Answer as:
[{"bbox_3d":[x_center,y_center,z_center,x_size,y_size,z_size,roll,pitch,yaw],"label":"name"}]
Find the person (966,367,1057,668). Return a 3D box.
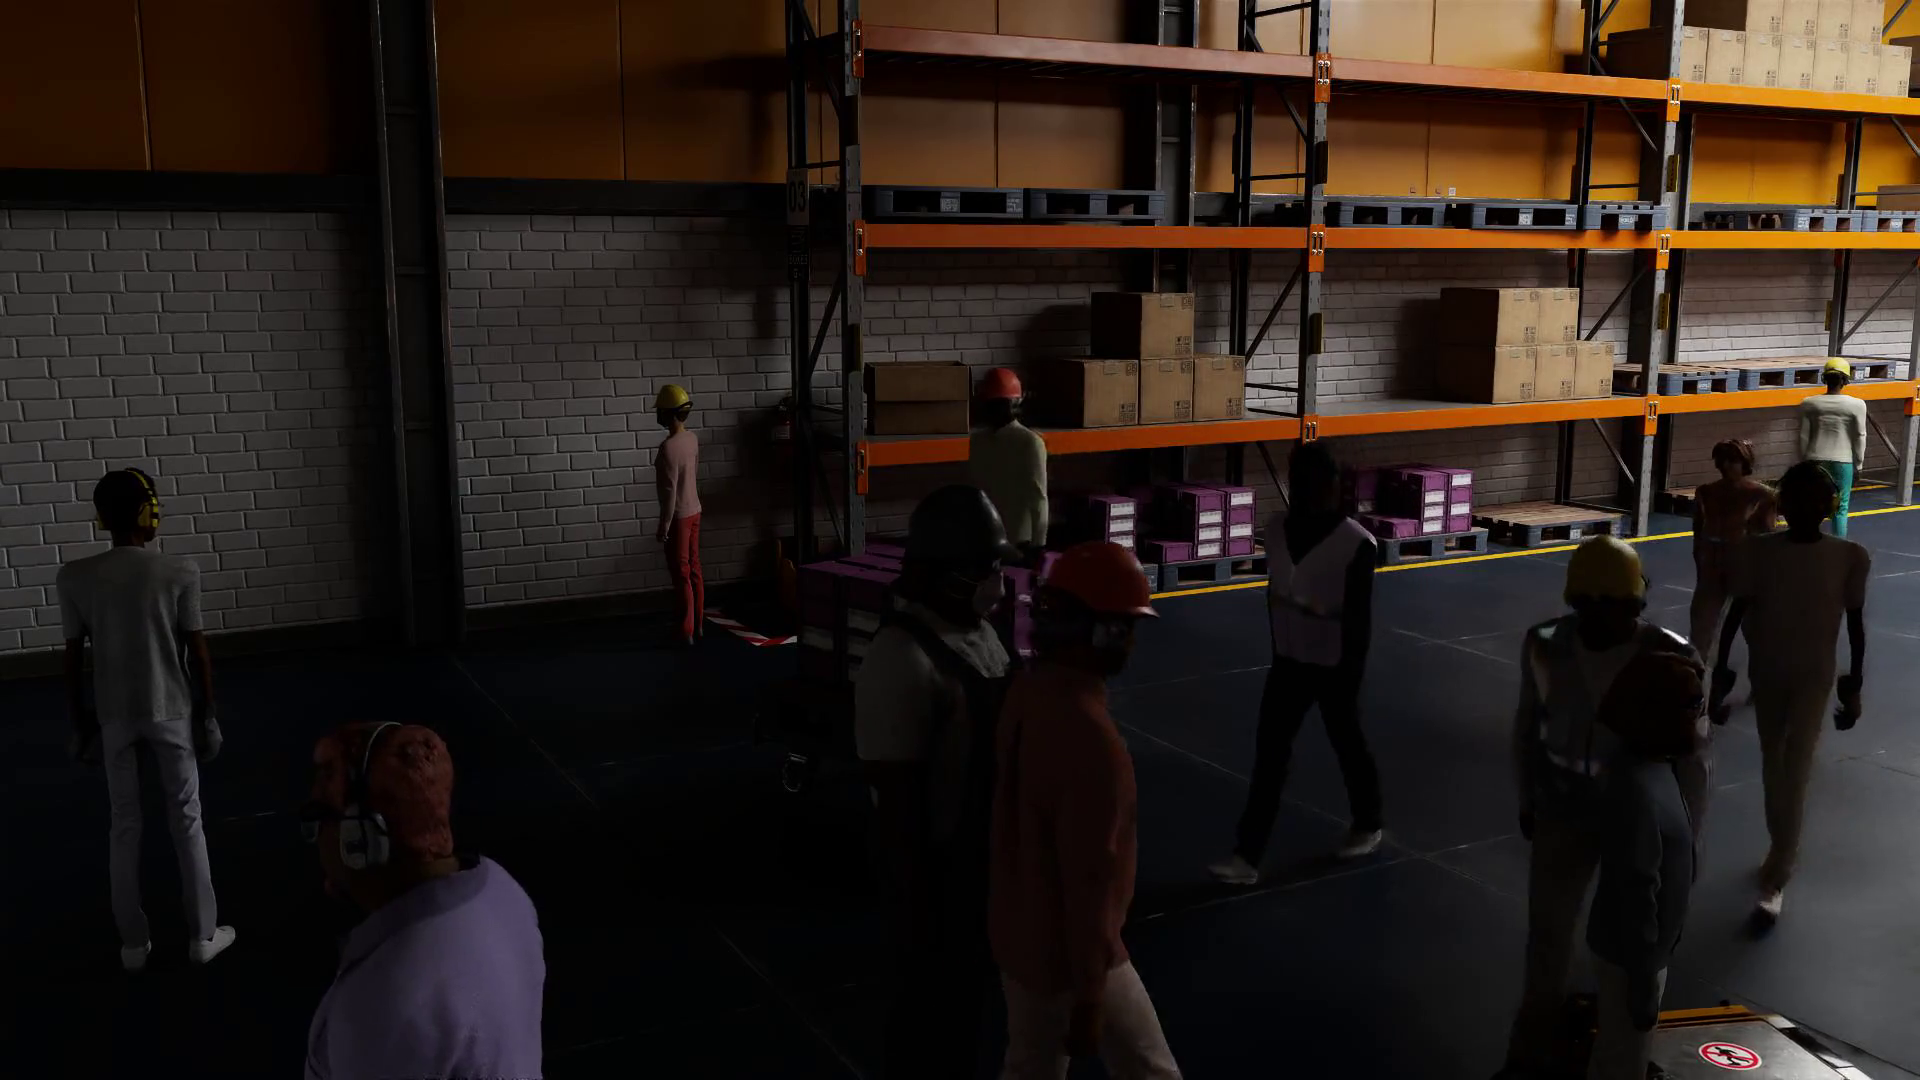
[{"bbox_3d":[0.300,-0.040,9.858,0.643,1.976,0.619,-8,13,-38],"label":"person"}]

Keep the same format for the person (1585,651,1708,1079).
[{"bbox_3d":[1.782,1.088,4.354,0.284,1.633,0.500,4,11,23],"label":"person"}]

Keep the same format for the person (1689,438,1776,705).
[{"bbox_3d":[4.441,0.203,9.565,0.882,1.593,0.527,-8,13,-38],"label":"person"}]

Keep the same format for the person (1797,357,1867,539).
[{"bbox_3d":[7.319,-0.652,13.998,0.523,1.765,0.316,7,12,36],"label":"person"}]

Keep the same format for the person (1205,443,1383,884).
[{"bbox_3d":[1.490,0.517,6.998,1.064,1.865,0.607,-8,13,-38],"label":"person"}]

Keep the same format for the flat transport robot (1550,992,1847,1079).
[{"bbox_3d":[2.360,1.687,4.822,0.652,0.197,1.431,-2,10,-9],"label":"flat transport robot"}]

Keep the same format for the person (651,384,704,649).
[{"bbox_3d":[-1.899,-0.156,11.135,0.310,1.769,0.525,2,10,9],"label":"person"}]

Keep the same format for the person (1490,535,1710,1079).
[{"bbox_3d":[1.993,0.868,5.185,0.622,1.772,0.905,7,12,34],"label":"person"}]

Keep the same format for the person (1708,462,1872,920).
[{"bbox_3d":[3.360,0.579,6.782,0.535,1.807,1.004,7,12,37],"label":"person"}]

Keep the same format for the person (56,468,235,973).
[{"bbox_3d":[-2.999,0.666,6.123,0.520,1.865,0.332,-2,10,-12],"label":"person"}]

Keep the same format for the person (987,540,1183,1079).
[{"bbox_3d":[0.339,0.973,4.088,0.656,1.959,0.606,-4,11,-21],"label":"person"}]

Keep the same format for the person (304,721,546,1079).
[{"bbox_3d":[-0.893,1.230,2.816,0.402,1.894,0.662,-1,10,-3],"label":"person"}]
